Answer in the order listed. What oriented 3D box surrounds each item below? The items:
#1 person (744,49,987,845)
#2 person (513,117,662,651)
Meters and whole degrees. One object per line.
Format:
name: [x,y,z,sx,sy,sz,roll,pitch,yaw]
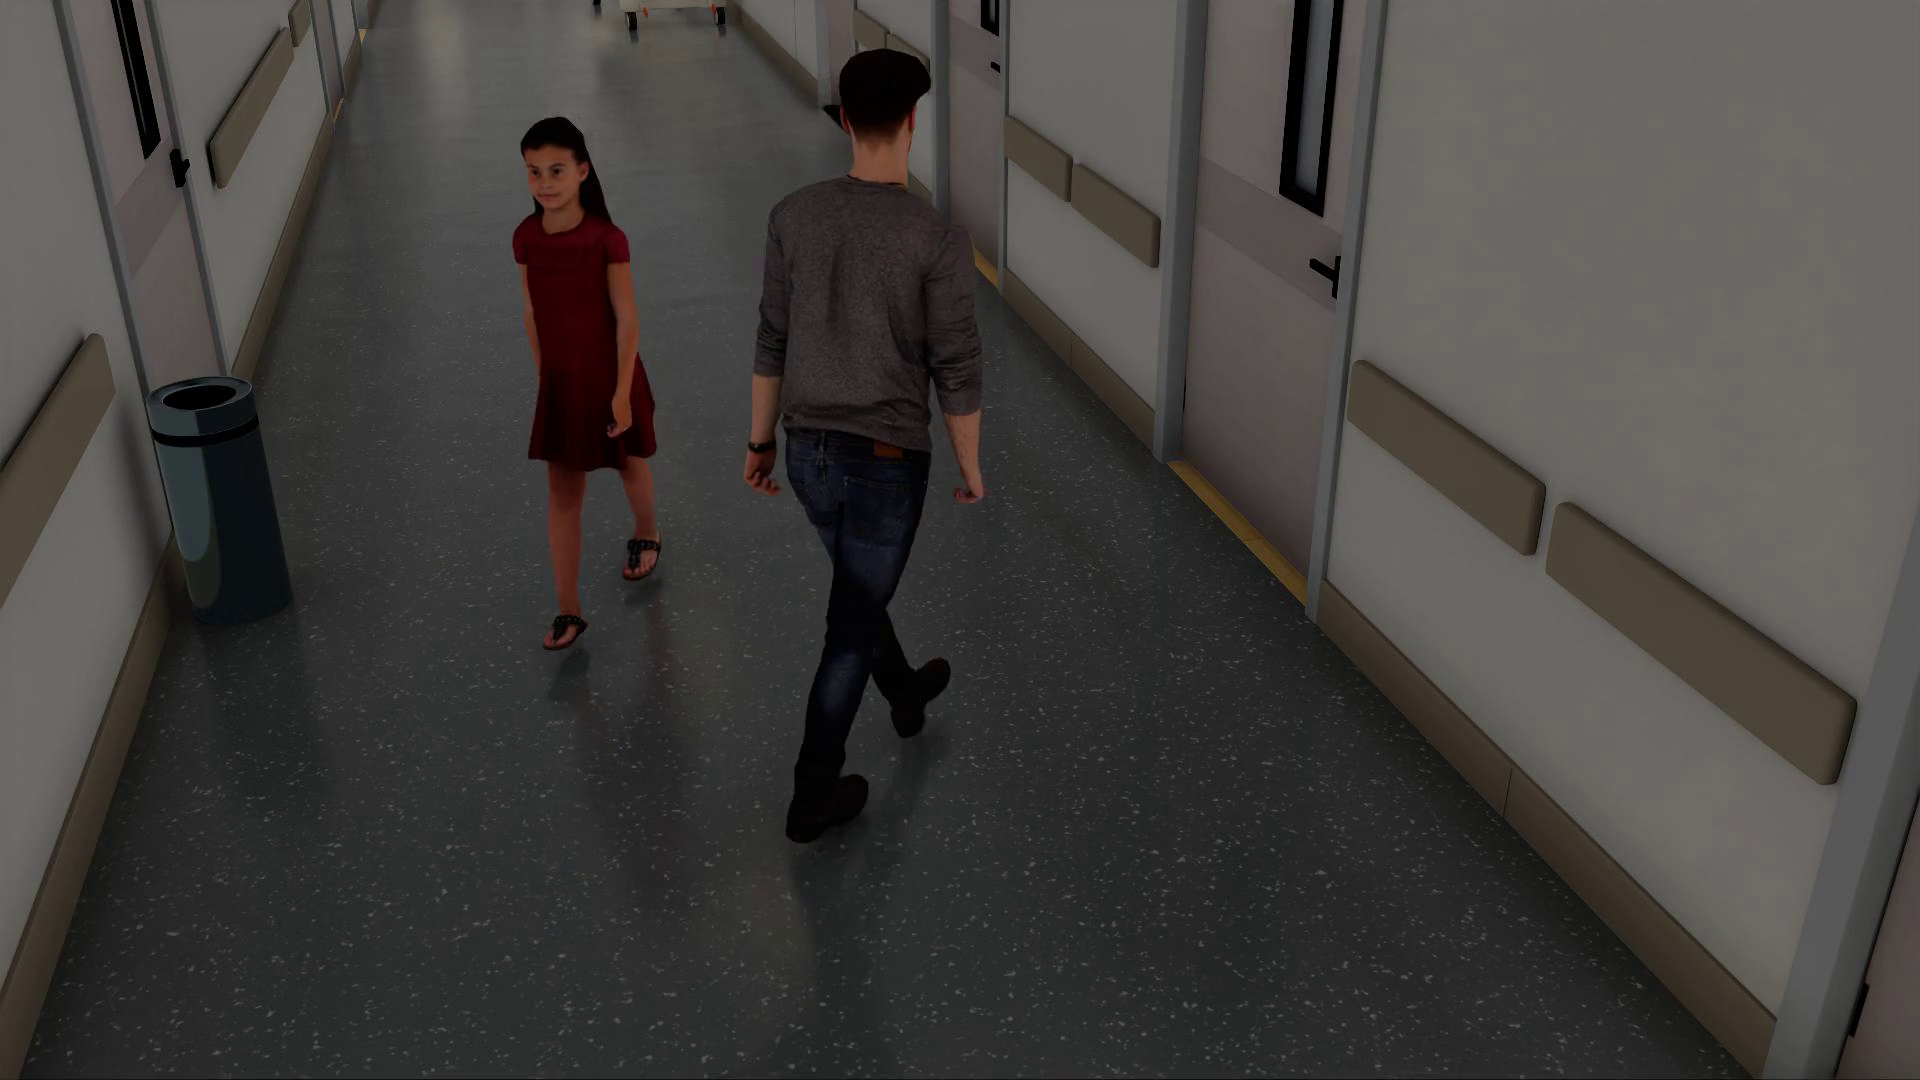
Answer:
person: [-0.286,-0.126,3.866,1.127,1.855,1.181,12,28,24]
person: [-1.090,-0.502,5.026,1.033,1.516,0.835,2,26,5]
